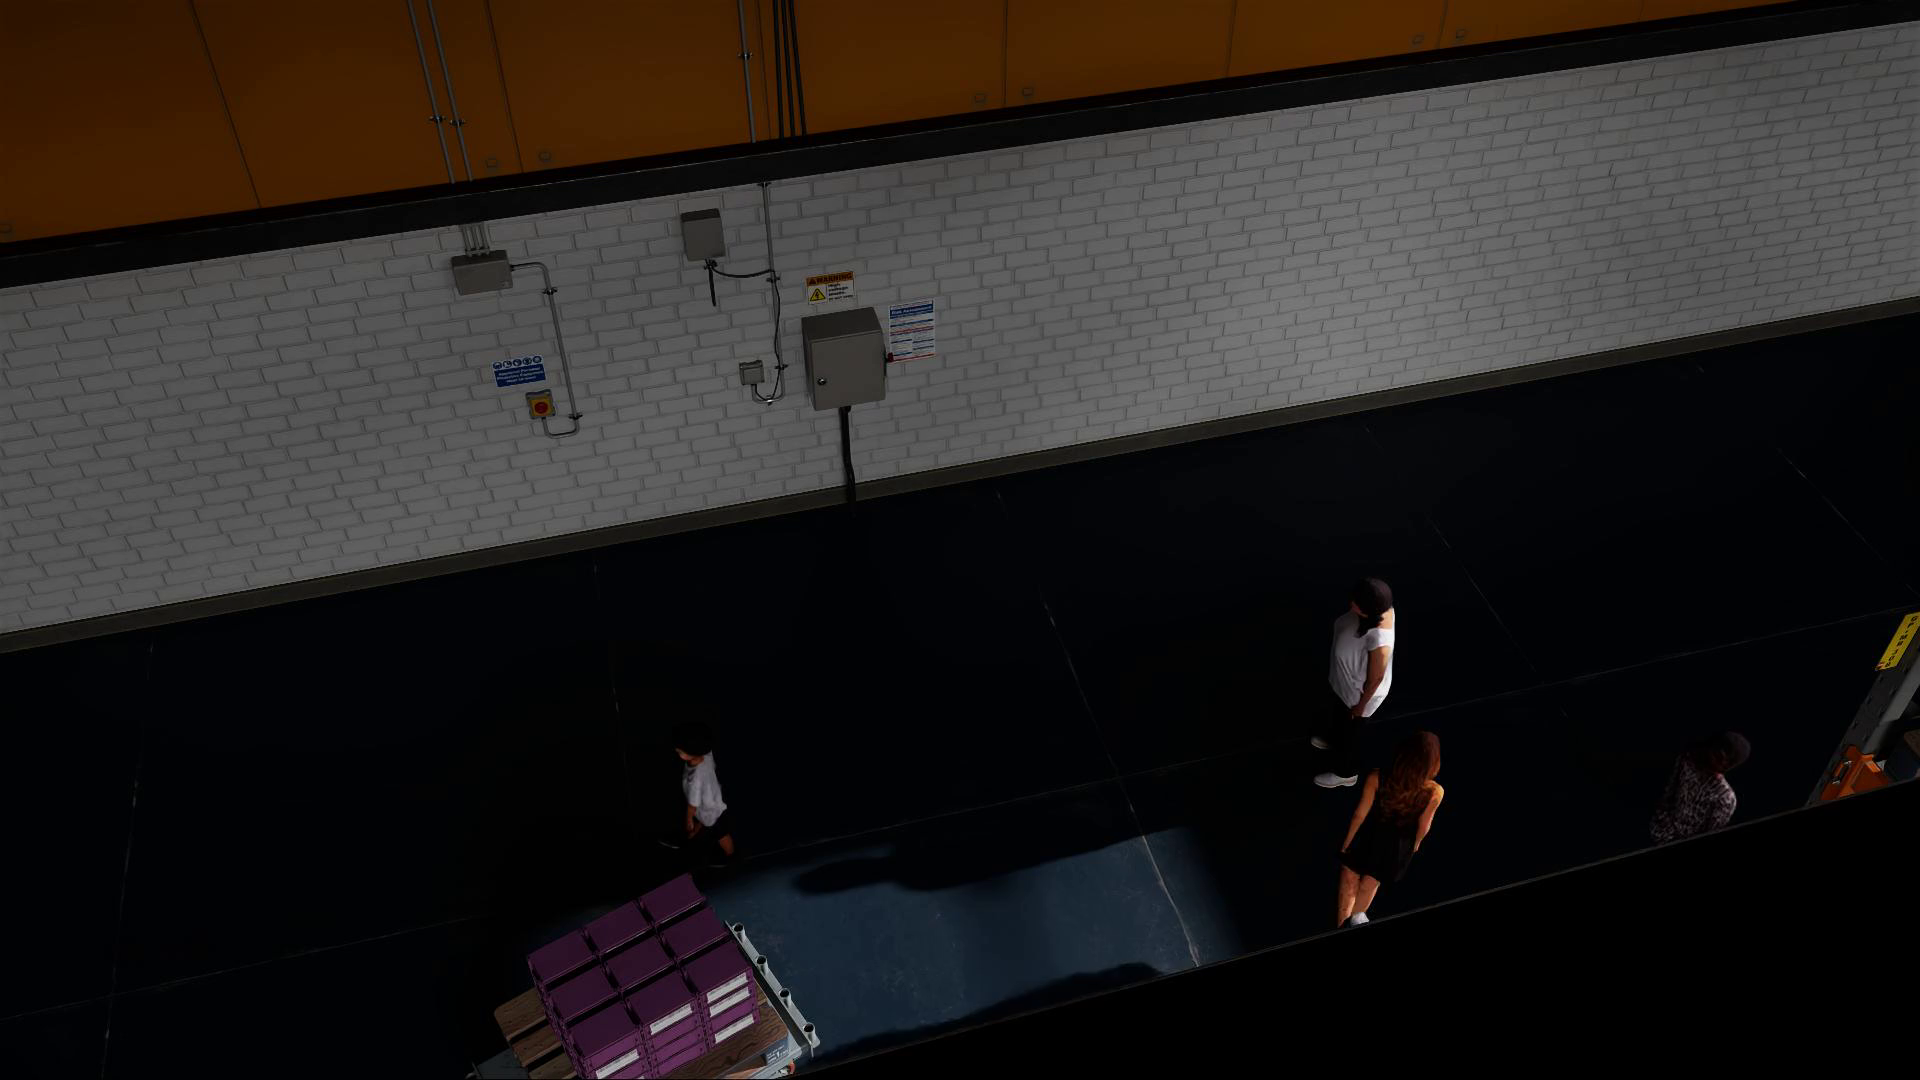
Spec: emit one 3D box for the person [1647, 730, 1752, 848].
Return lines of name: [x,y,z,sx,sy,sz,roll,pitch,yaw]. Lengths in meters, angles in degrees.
person: [3.856,1.654,9.123,0.681,1.694,0.860,-15,46,-16]

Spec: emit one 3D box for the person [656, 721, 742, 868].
person: [-1.424,1.491,9.621,0.685,1.241,0.740,2,44,2]

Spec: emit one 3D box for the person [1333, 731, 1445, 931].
person: [2.274,1.727,8.958,0.784,1.816,0.869,7,44,7]

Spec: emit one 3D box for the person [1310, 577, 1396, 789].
person: [2.373,0.833,9.991,0.807,1.686,0.683,6,44,6]
